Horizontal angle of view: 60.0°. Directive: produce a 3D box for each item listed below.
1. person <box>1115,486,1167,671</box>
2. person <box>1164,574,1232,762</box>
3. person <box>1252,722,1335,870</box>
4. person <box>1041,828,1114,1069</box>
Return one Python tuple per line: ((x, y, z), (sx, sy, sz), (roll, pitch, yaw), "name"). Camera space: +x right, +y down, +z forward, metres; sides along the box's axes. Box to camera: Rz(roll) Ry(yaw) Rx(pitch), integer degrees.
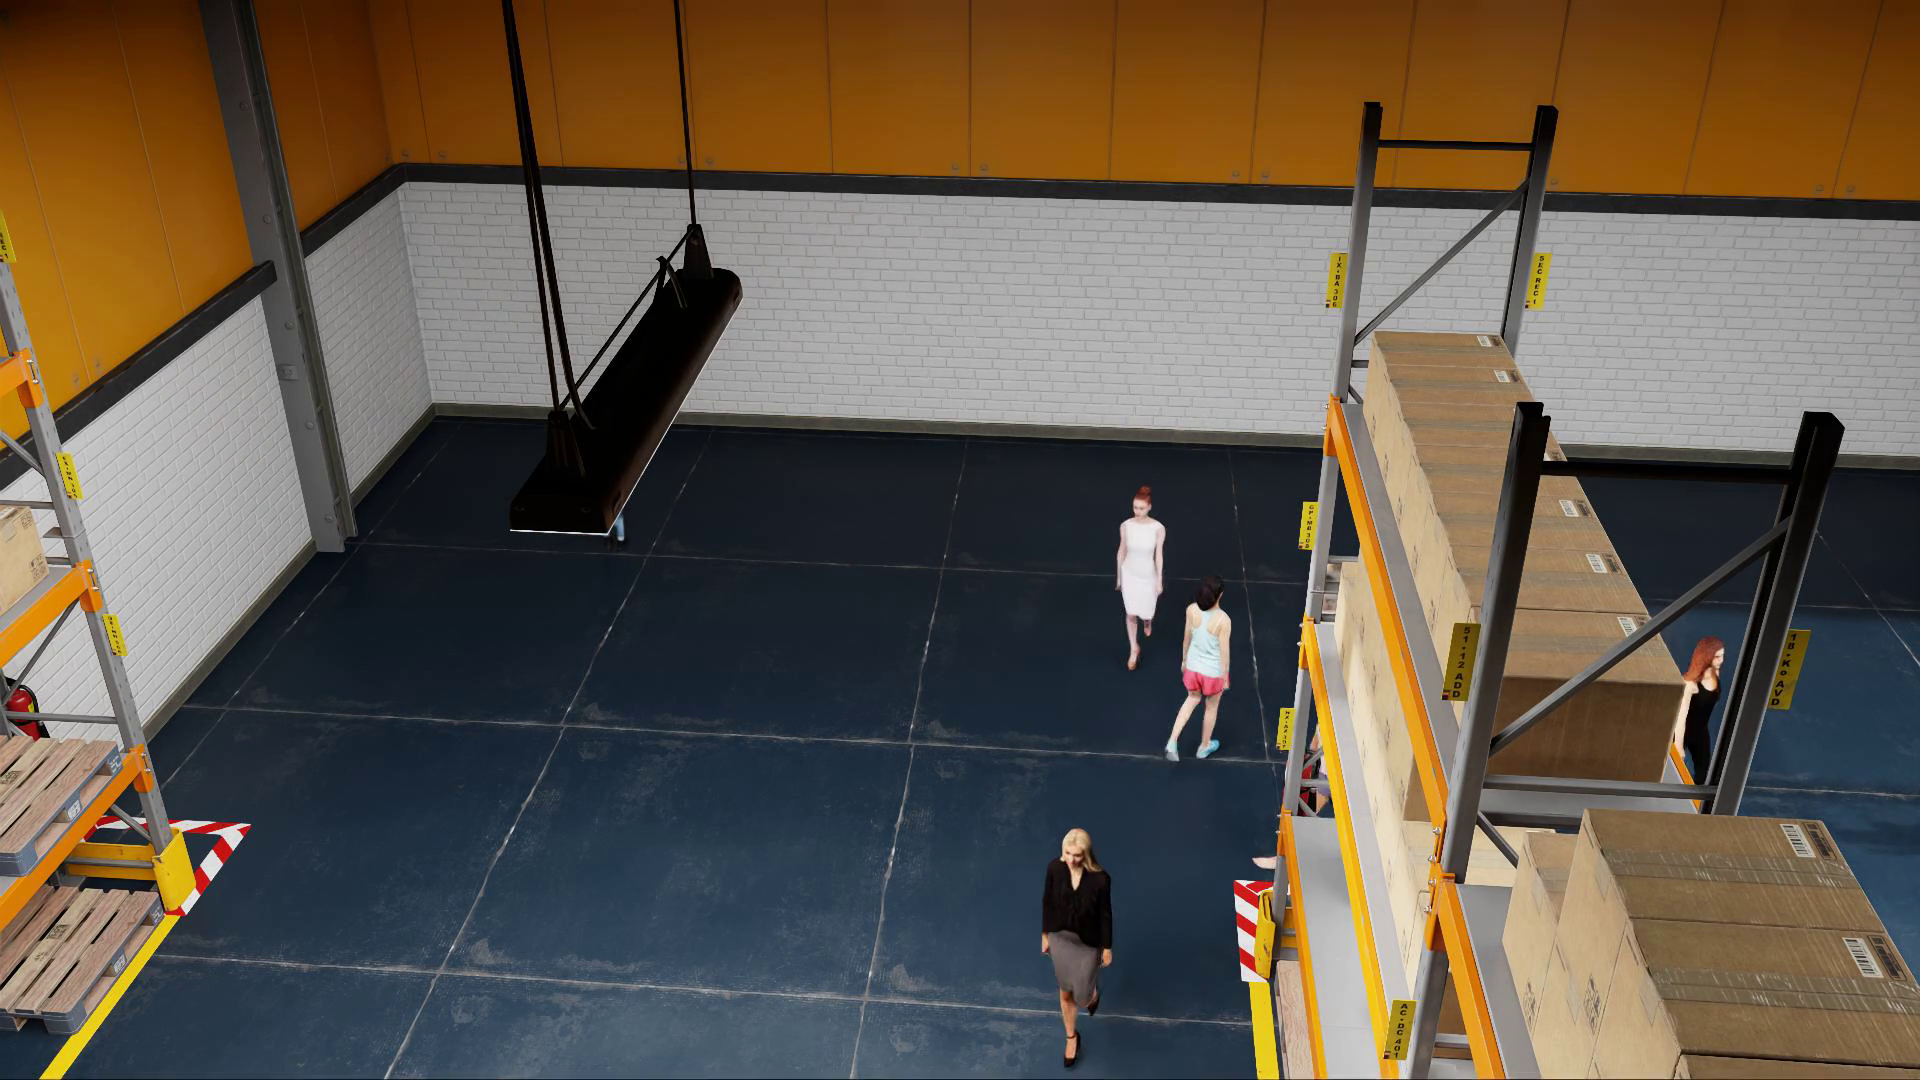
((1.621, 0.318, 14.706), (0.694, 1.780, 0.836), (10, 30, 17), "person")
((1.927, 1.084, 13.335), (0.894, 1.748, 1.031), (22, 35, 34), "person")
((2.795, 1.735, 12.216), (0.821, 1.677, 1.123), (-2, 29, -4), "person")
((0.772, 2.539, 10.584), (0.768, 1.830, 0.879), (12, 31, 20), "person")
